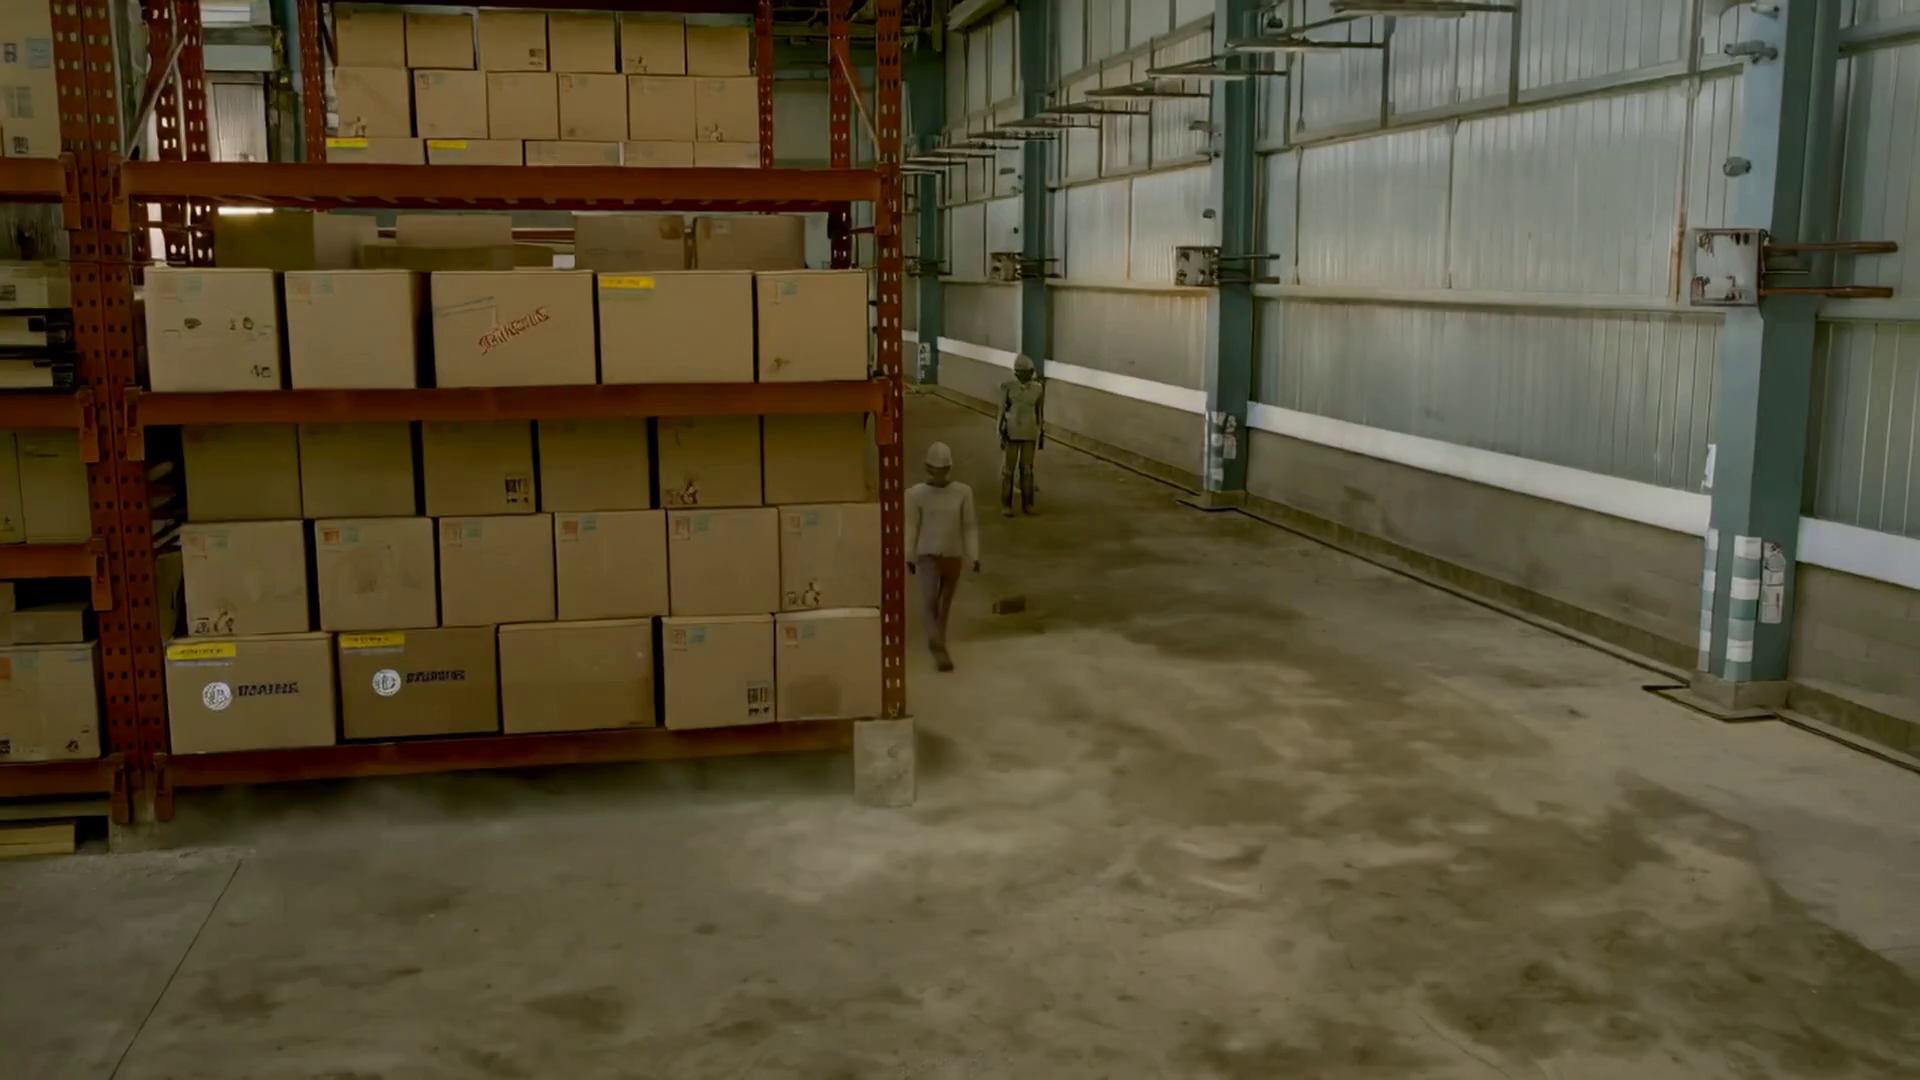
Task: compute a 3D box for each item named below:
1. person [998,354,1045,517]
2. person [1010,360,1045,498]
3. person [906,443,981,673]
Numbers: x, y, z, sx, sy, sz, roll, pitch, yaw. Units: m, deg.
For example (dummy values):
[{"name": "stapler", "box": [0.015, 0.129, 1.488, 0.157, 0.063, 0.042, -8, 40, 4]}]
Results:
[{"name": "person", "box": [0.759, -1.268, 20.250, 0.613, 1.985, 0.402, -4, 10, -22]}, {"name": "person", "box": [0.885, -1.473, 21.954, 0.631, 1.837, 0.428, -8, 12, -40]}, {"name": "person", "box": [-0.131, 0.117, 12.622, 0.526, 1.719, 0.912, -3, 10, -20]}]
